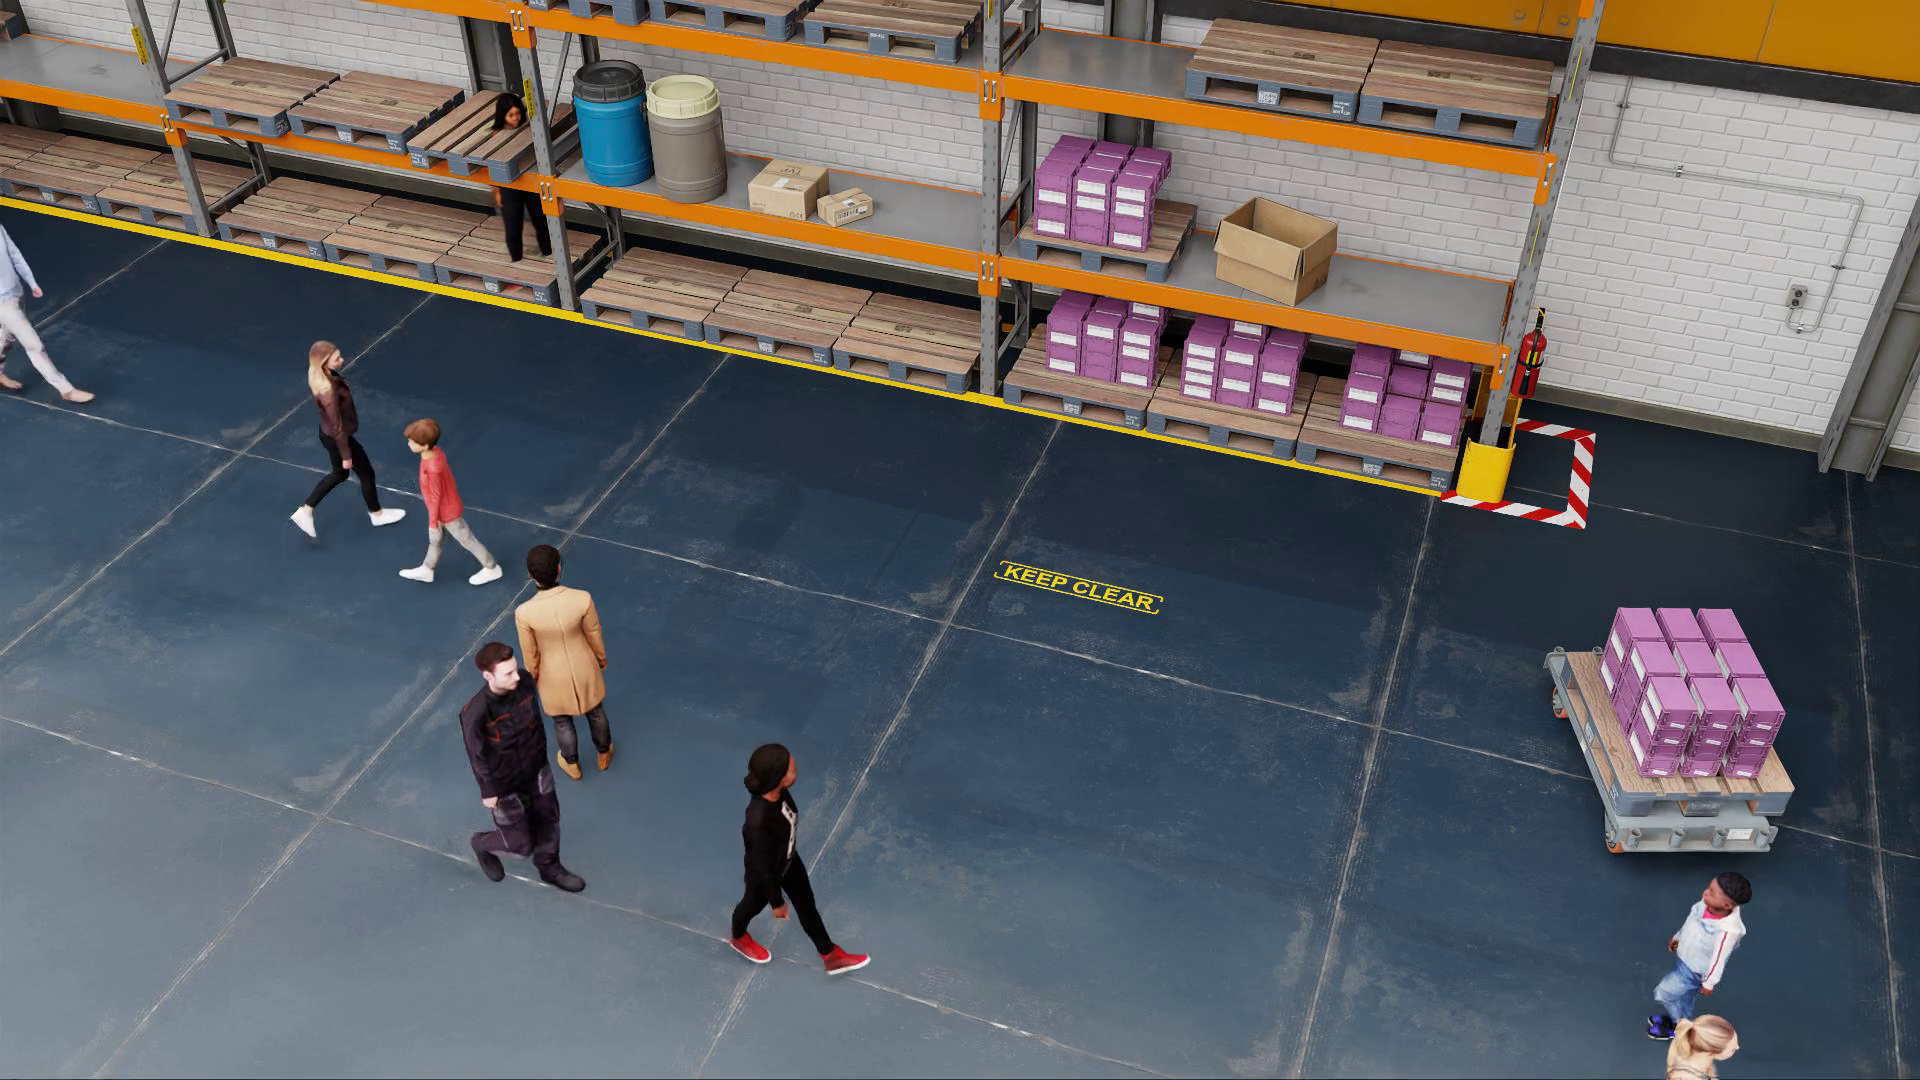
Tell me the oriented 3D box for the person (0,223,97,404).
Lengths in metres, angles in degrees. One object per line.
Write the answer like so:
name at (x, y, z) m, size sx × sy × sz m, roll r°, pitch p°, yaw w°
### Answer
person at (-7.721, -1.919, 13.305) m, size 1.317 × 1.847 × 0.850 m, roll 6°, pitch 39°, yaw 7°

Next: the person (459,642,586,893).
person at (-2.532, 1.289, 9.249) m, size 0.939 × 1.895 × 0.780 m, roll 20°, pitch 43°, yaw 23°

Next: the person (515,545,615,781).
person at (-2.379, 0.758, 10.051) m, size 0.757 × 1.724 × 0.822 m, roll -14°, pitch 41°, yaw -17°

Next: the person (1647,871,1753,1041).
person at (3.912, 2.180, 8.651) m, size 0.546 × 1.249 × 0.503 m, roll 9°, pitch 39°, yaw 11°

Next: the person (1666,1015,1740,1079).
person at (3.217, 2.715, 7.619) m, size 0.592 × 1.703 × 0.601 m, roll 7°, pitch 39°, yaw 9°

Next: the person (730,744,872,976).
person at (-1.095, 1.731, 8.913) m, size 1.065 × 1.624 × 0.678 m, roll 12°, pitch 40°, yaw 14°

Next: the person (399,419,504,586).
person at (-3.502, -0.245, 11.580) m, size 0.969 × 1.384 × 0.876 m, roll -13°, pitch 40°, yaw -16°

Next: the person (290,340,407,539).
person at (-4.524, -0.697, 11.914) m, size 1.075 × 1.673 × 1.043 m, roll -20°, pitch 43°, yaw -23°

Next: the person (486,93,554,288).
person at (-3.917, -3.150, 14.874) m, size 0.770 × 1.813 × 0.832 m, roll -16°, pitch 41°, yaw -19°
